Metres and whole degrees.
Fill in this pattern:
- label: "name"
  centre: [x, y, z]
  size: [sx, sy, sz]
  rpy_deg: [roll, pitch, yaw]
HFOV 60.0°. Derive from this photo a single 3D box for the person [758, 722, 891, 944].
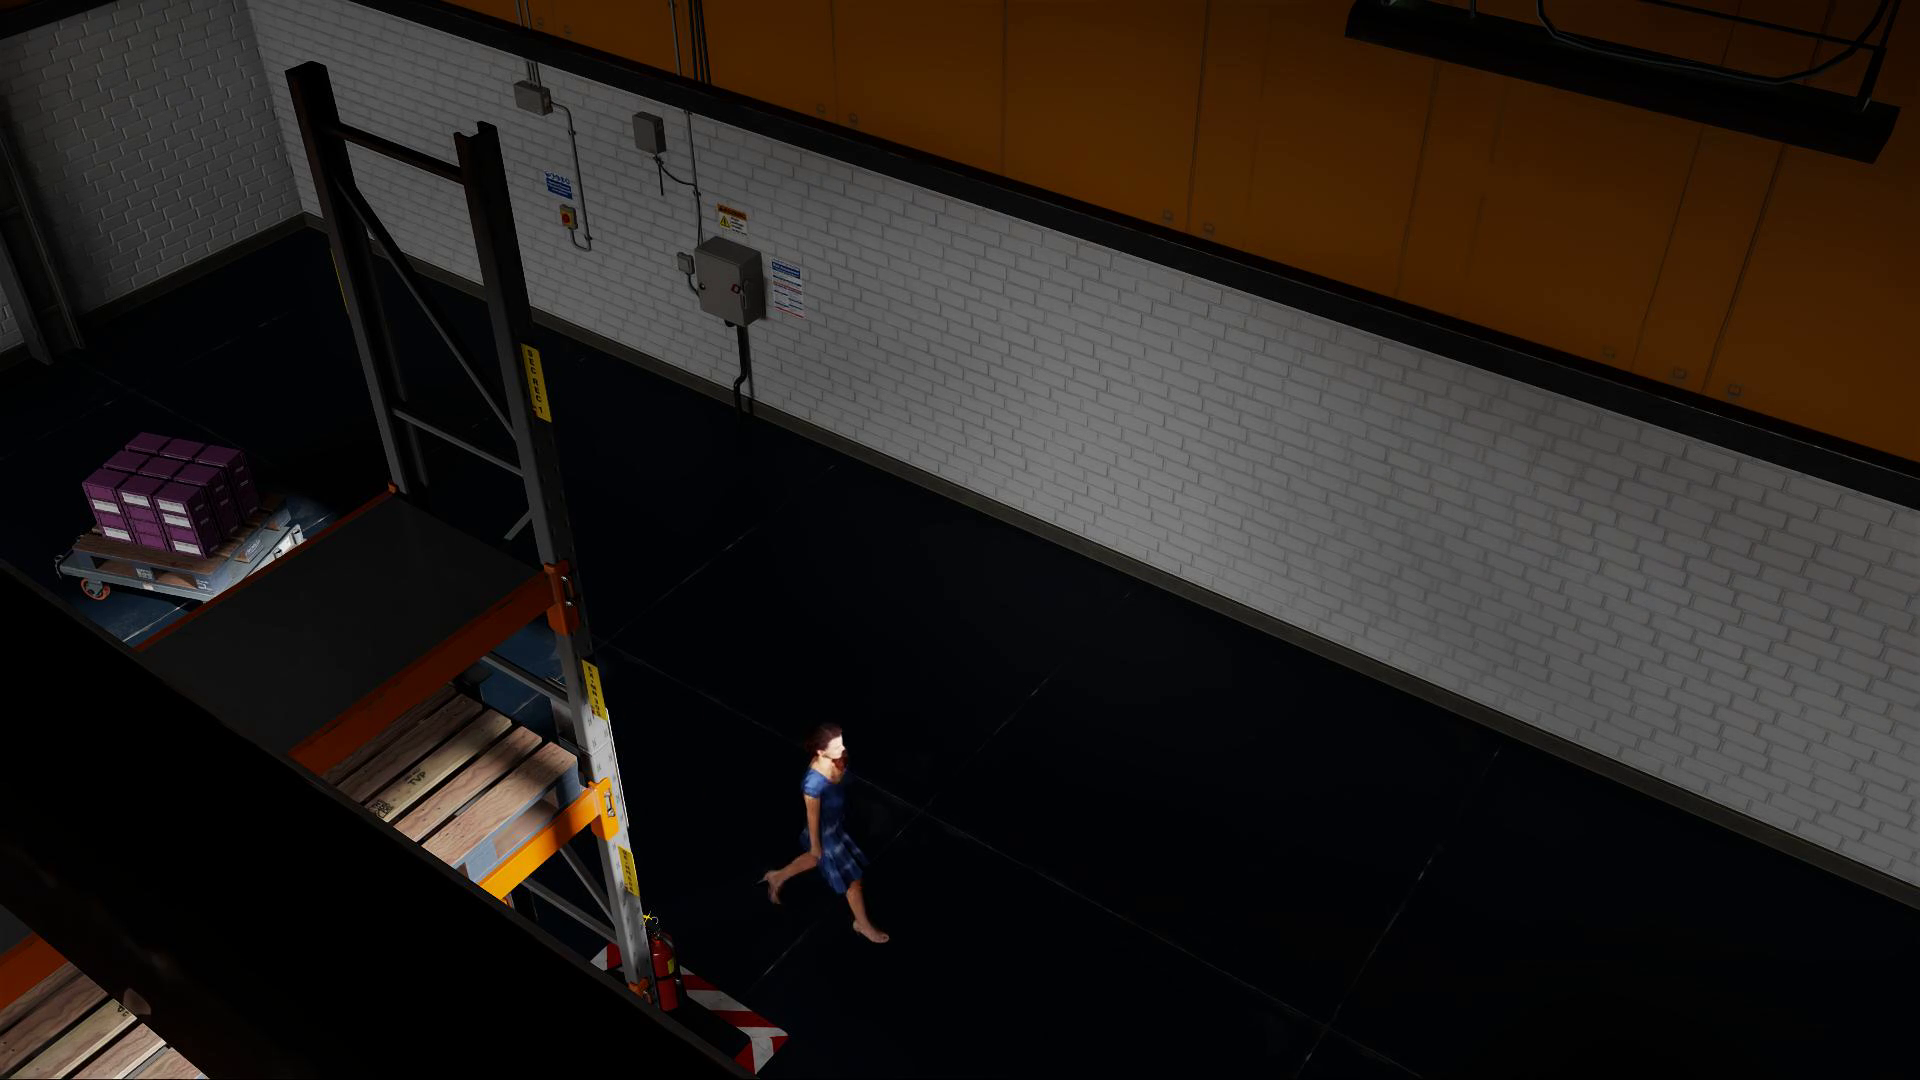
- label: "person"
  centre: [-0.845, 1.738, 9.955]
  size: [0.971, 1.774, 1.129]
  rpy_deg: [7, 39, 9]
